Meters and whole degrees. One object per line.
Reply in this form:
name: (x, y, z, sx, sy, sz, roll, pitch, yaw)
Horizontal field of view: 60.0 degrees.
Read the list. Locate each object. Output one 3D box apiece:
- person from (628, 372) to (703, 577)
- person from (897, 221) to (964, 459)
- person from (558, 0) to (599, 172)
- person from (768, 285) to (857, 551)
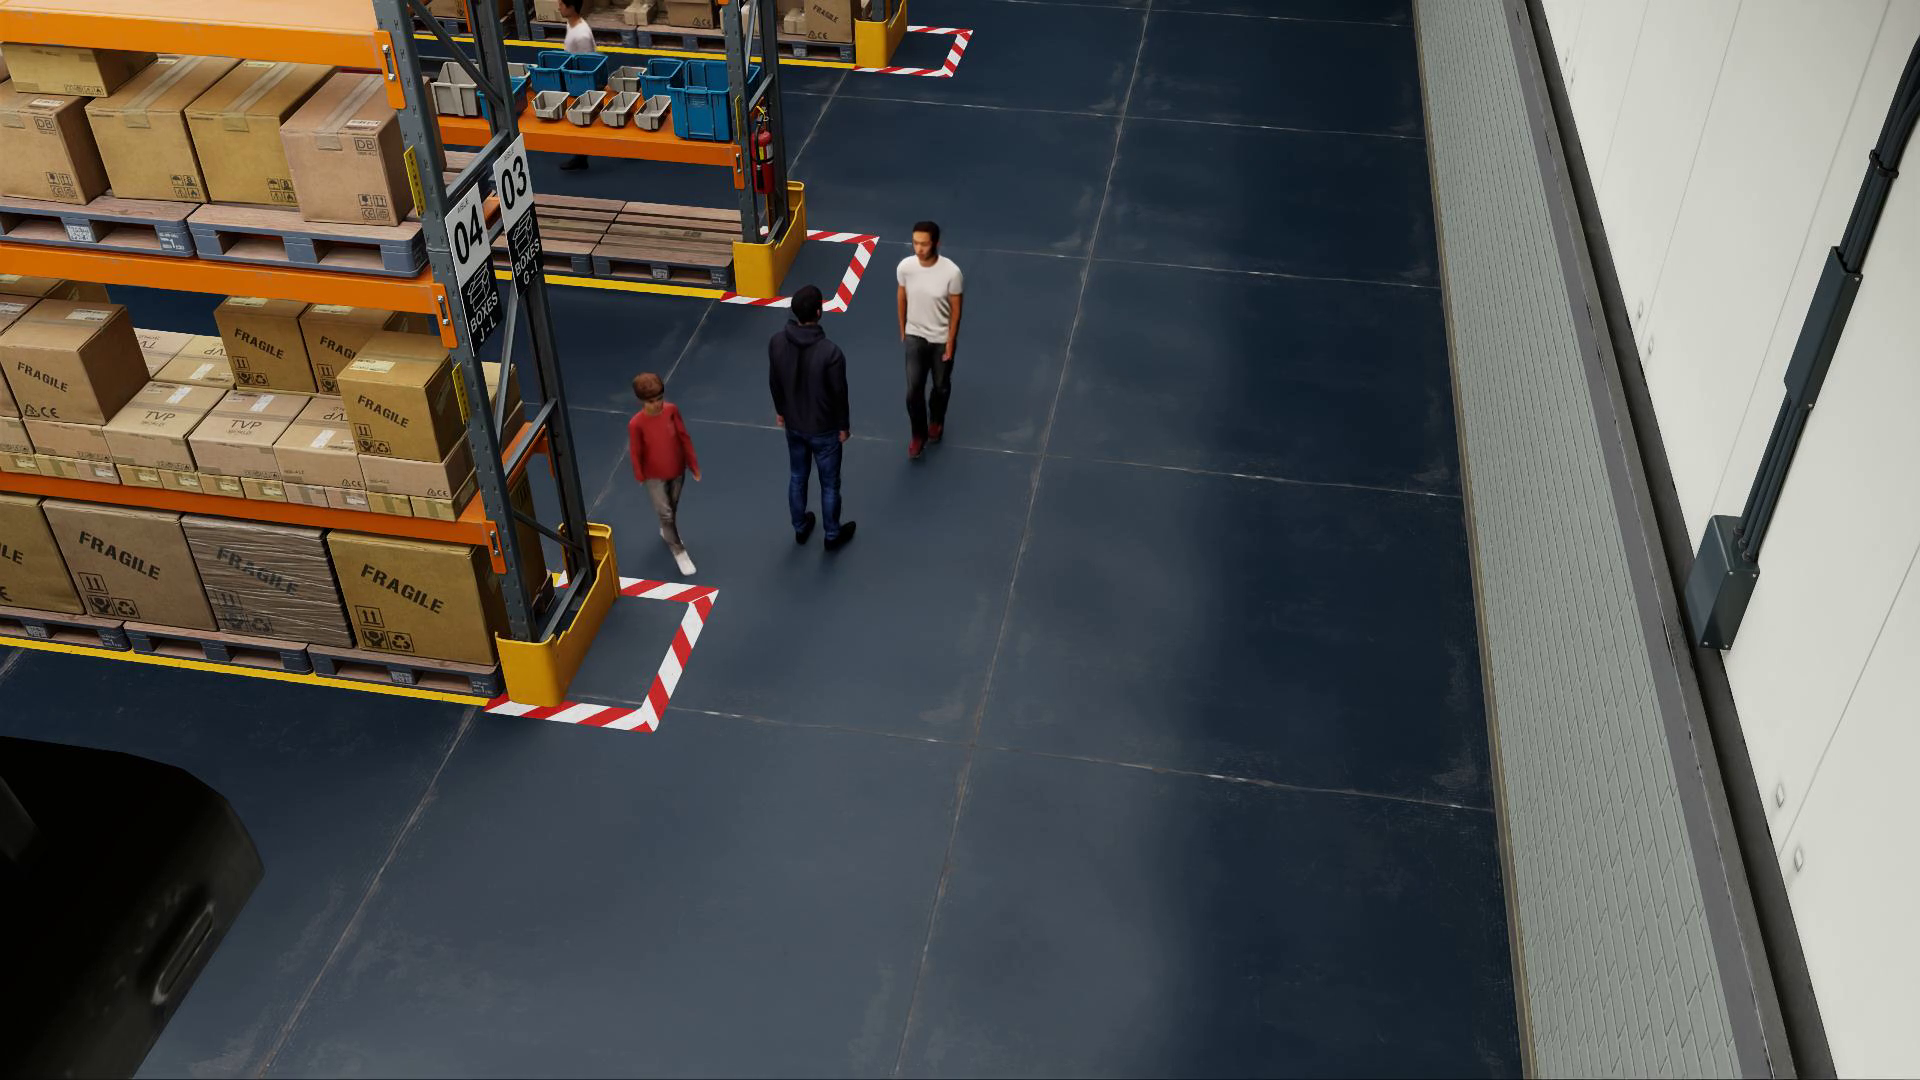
person: (-1.941, -0.493, 10.774, 0.821, 1.393, 0.907, -26, 45, -30)
person: (-0.177, -1.486, 11.730, 0.703, 1.778, 0.687, 6, 38, 7)
person: (-3.364, -4.244, 15.325, 1.180, 1.694, 0.988, -12, 39, -14)
person: (-0.963, -0.768, 10.720, 0.576, 1.892, 0.780, 13, 40, 17)
